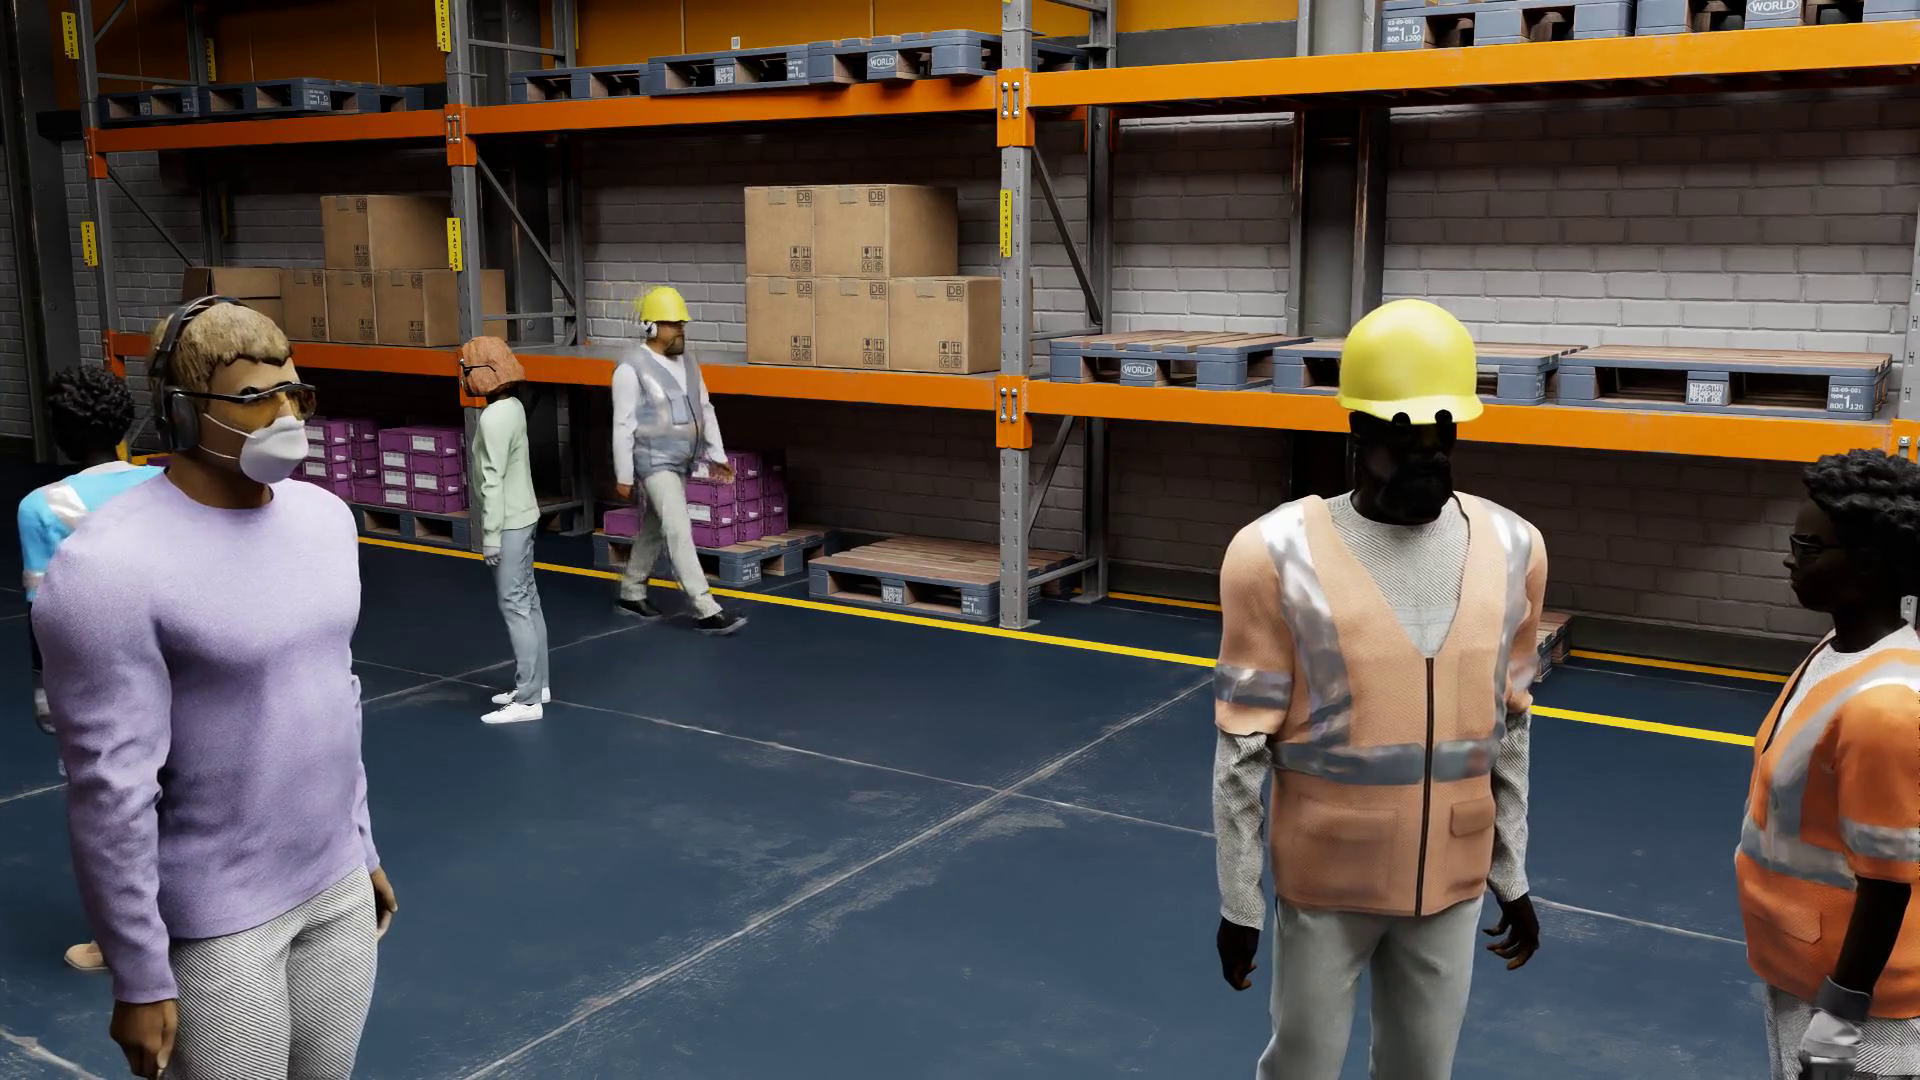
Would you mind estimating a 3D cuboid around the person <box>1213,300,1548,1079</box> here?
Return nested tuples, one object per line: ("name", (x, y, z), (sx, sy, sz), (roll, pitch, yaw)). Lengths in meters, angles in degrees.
("person", (0.722, 0.561, 2.837), (0.595, 1.925, 0.373), (-2, 11, -13))

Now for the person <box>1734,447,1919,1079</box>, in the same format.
("person", (1.436, 0.695, 2.737), (0.318, 1.697, 0.535), (4, 11, 19))

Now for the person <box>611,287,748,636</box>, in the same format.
("person", (-1.491, -0.409, 8.622), (0.923, 1.785, 0.596), (5, 11, 25))

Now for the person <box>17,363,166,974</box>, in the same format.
("person", (-2.335, 0.358, 4.645), (0.322, 1.690, 0.545), (5, 11, 26))

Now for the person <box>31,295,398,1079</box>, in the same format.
("person", (-1.132, 0.585, 2.671), (0.356, 1.938, 0.638), (3, 11, 14))

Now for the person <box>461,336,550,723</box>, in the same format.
("person", (-1.929, -0.045, 7.040), (0.288, 1.626, 0.497), (-1, 10, -6))
